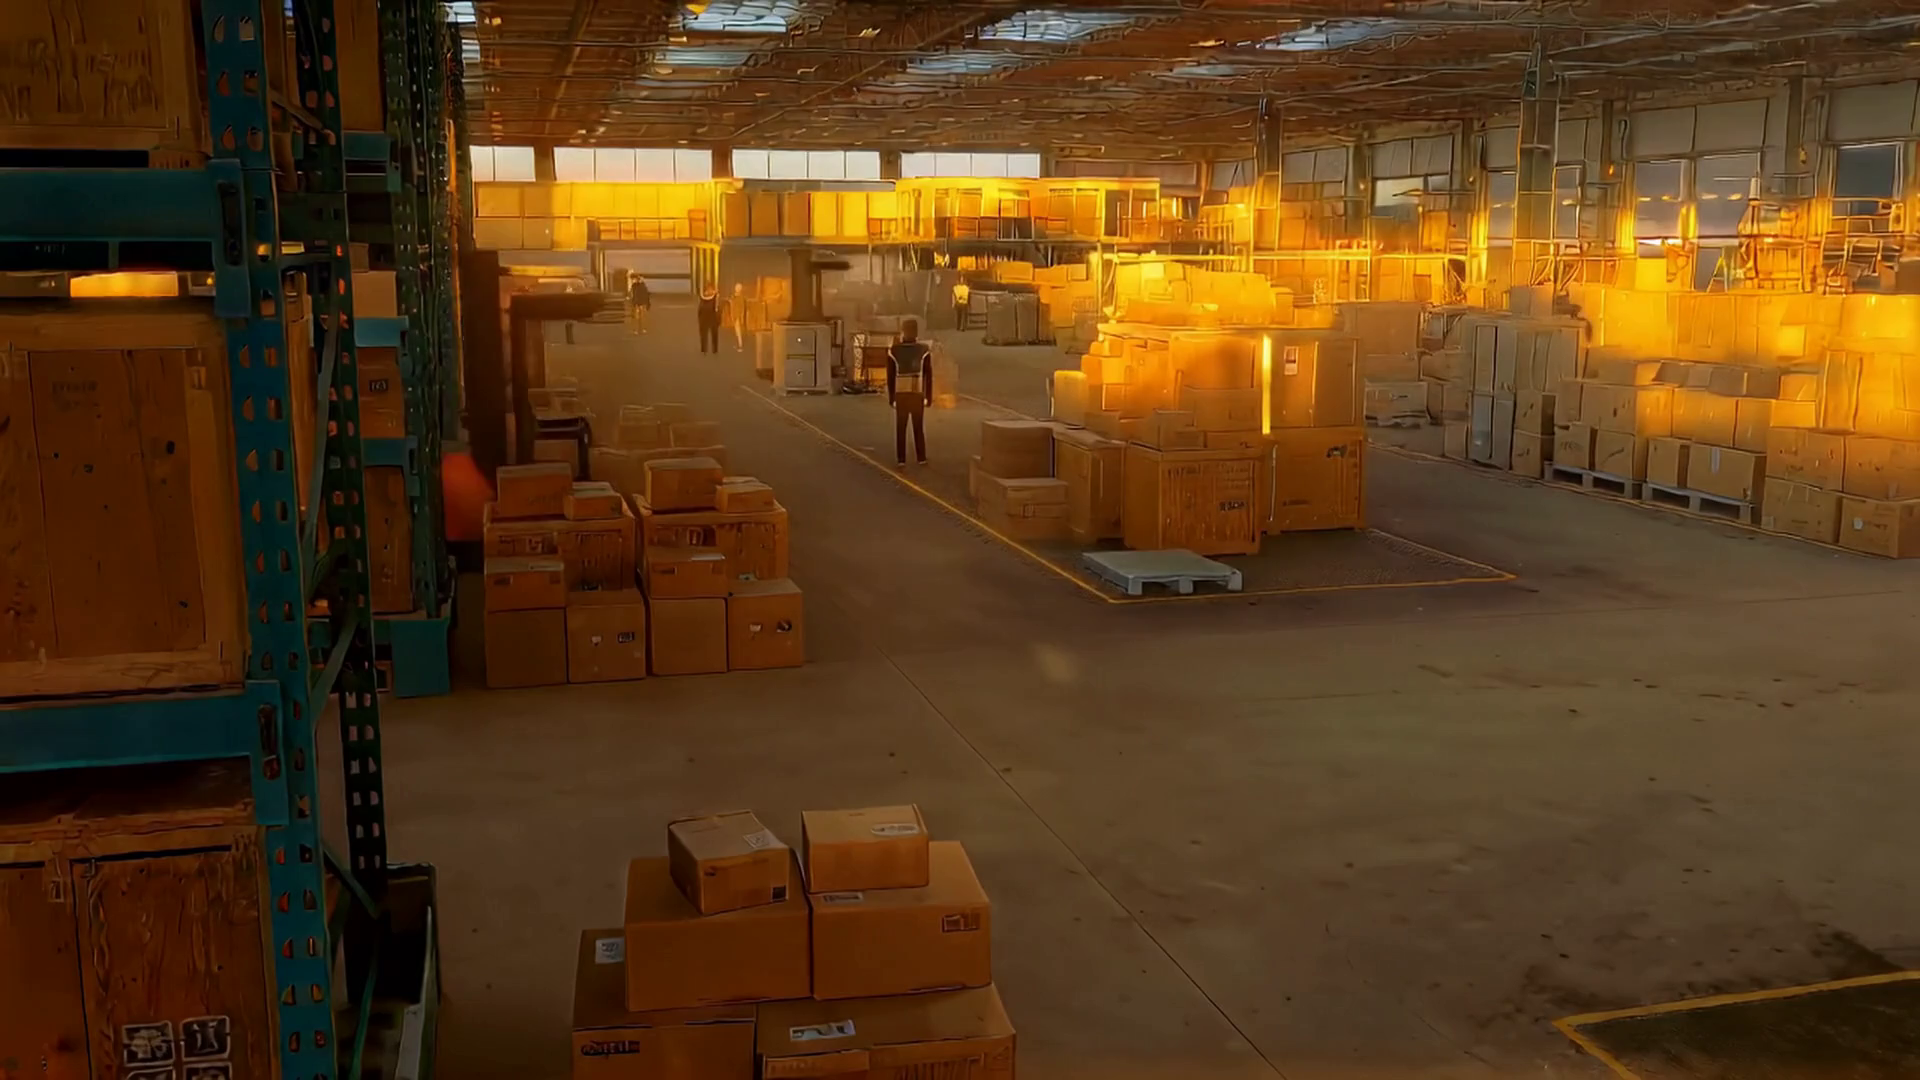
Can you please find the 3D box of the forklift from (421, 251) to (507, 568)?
[{"bbox_3d":[-4.258,-1.186,14.891,1.873,2.768,1.129,-3,10,-15],"label":"forklift"}]

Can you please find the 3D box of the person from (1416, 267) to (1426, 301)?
[{"bbox_3d":[20.938,-11.438,75.636,0.370,1.929,0.585,-8,13,-37],"label":"person"}]

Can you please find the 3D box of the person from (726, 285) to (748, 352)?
[{"bbox_3d":[-6.107,-6.063,45.516,0.542,1.820,0.965,-6,12,-30],"label":"person"}]

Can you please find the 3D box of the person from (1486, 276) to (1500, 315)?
[{"bbox_3d":[18.836,-8.416,58.769,0.634,1.841,0.429,-7,12,-36],"label":"person"}]

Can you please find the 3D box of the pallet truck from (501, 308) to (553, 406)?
[{"bbox_3d":[-6.242,-2.418,24.362,0.823,1.965,1.885,1,10,3],"label":"pallet truck"}]

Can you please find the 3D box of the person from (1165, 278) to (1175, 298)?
[{"bbox_3d":[6.744,-7.497,53.510,0.333,1.864,0.515,2,10,13],"label":"person"}]

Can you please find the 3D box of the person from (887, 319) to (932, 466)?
[{"bbox_3d":[-0.656,-1.927,21.812,0.599,1.916,0.377,2,10,11],"label":"person"}]

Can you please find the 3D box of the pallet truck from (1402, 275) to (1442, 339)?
[{"bbox_3d":[14.620,-7.324,52.145,0.823,1.965,1.885,8,13,40],"label":"pallet truck"}]

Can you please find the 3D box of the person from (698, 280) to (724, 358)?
[{"bbox_3d":[-6.421,-5.650,42.542,0.713,2.000,0.861,2,10,9],"label":"person"}]

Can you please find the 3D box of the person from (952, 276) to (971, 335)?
[{"bbox_3d":[0.056,-7.592,53.924,0.632,1.898,0.621,1,10,6],"label":"person"}]

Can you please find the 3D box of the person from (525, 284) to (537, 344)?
[{"bbox_3d":[-12.599,-6.622,48.838,0.551,1.751,0.361,4,11,22],"label":"person"}]

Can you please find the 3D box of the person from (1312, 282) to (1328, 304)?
[{"bbox_3d":[11.961,-7.738,55.366,0.533,1.691,0.321,4,11,24],"label":"person"}]

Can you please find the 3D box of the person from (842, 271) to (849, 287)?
[{"bbox_3d":[-5.725,-12.702,82.966,0.461,1.865,0.598,-3,10,-16],"label":"person"}]

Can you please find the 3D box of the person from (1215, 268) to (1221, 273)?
[{"bbox_3d":[12.925,-12.781,83.541,0.512,1.832,0.637,8,13,40],"label":"person"}]

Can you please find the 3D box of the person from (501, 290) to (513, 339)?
[{"bbox_3d":[-12.798,-6.220,46.888,0.546,1.673,0.753,7,12,34],"label":"person"}]

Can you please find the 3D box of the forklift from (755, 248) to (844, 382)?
[{"bbox_3d":[-3.399,-4.816,35.442,1.873,2.768,1.129,-3,10,-15],"label":"forklift"}]

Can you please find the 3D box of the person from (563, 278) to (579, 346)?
[{"bbox_3d":[-11.314,-6.613,48.246,0.369,1.959,0.597,1,10,8],"label":"person"}]

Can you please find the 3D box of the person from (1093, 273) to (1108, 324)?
[{"bbox_3d":[5.195,-8.951,61.525,0.630,1.940,0.372,10,14,44],"label":"person"}]

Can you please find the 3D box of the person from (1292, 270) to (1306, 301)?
[{"bbox_3d":[13.482,-9.806,66.457,0.870,1.910,0.605,5,11,27],"label":"person"}]

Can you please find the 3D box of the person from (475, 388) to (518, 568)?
[{"bbox_3d":[-4.143,-0.558,14.942,0.524,1.605,0.814,8,13,37],"label":"person"}]

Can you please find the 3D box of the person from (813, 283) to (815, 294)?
[{"bbox_3d":[-5.446,-8.603,59.624,0.556,1.923,0.446,-3,11,-18],"label":"person"}]

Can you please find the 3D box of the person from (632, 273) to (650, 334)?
[{"bbox_3d":[-10.514,-7.802,54.850,0.381,1.997,0.611,10,14,44],"label":"person"}]

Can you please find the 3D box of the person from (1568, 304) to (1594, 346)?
[{"bbox_3d":[10.674,-3.167,28.972,0.630,1.889,1.075,-1,10,-5],"label":"person"}]

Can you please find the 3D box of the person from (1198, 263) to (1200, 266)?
[{"bbox_3d":[13.018,-14.156,90.837,0.612,1.995,0.378,-4,11,-20],"label":"person"}]
